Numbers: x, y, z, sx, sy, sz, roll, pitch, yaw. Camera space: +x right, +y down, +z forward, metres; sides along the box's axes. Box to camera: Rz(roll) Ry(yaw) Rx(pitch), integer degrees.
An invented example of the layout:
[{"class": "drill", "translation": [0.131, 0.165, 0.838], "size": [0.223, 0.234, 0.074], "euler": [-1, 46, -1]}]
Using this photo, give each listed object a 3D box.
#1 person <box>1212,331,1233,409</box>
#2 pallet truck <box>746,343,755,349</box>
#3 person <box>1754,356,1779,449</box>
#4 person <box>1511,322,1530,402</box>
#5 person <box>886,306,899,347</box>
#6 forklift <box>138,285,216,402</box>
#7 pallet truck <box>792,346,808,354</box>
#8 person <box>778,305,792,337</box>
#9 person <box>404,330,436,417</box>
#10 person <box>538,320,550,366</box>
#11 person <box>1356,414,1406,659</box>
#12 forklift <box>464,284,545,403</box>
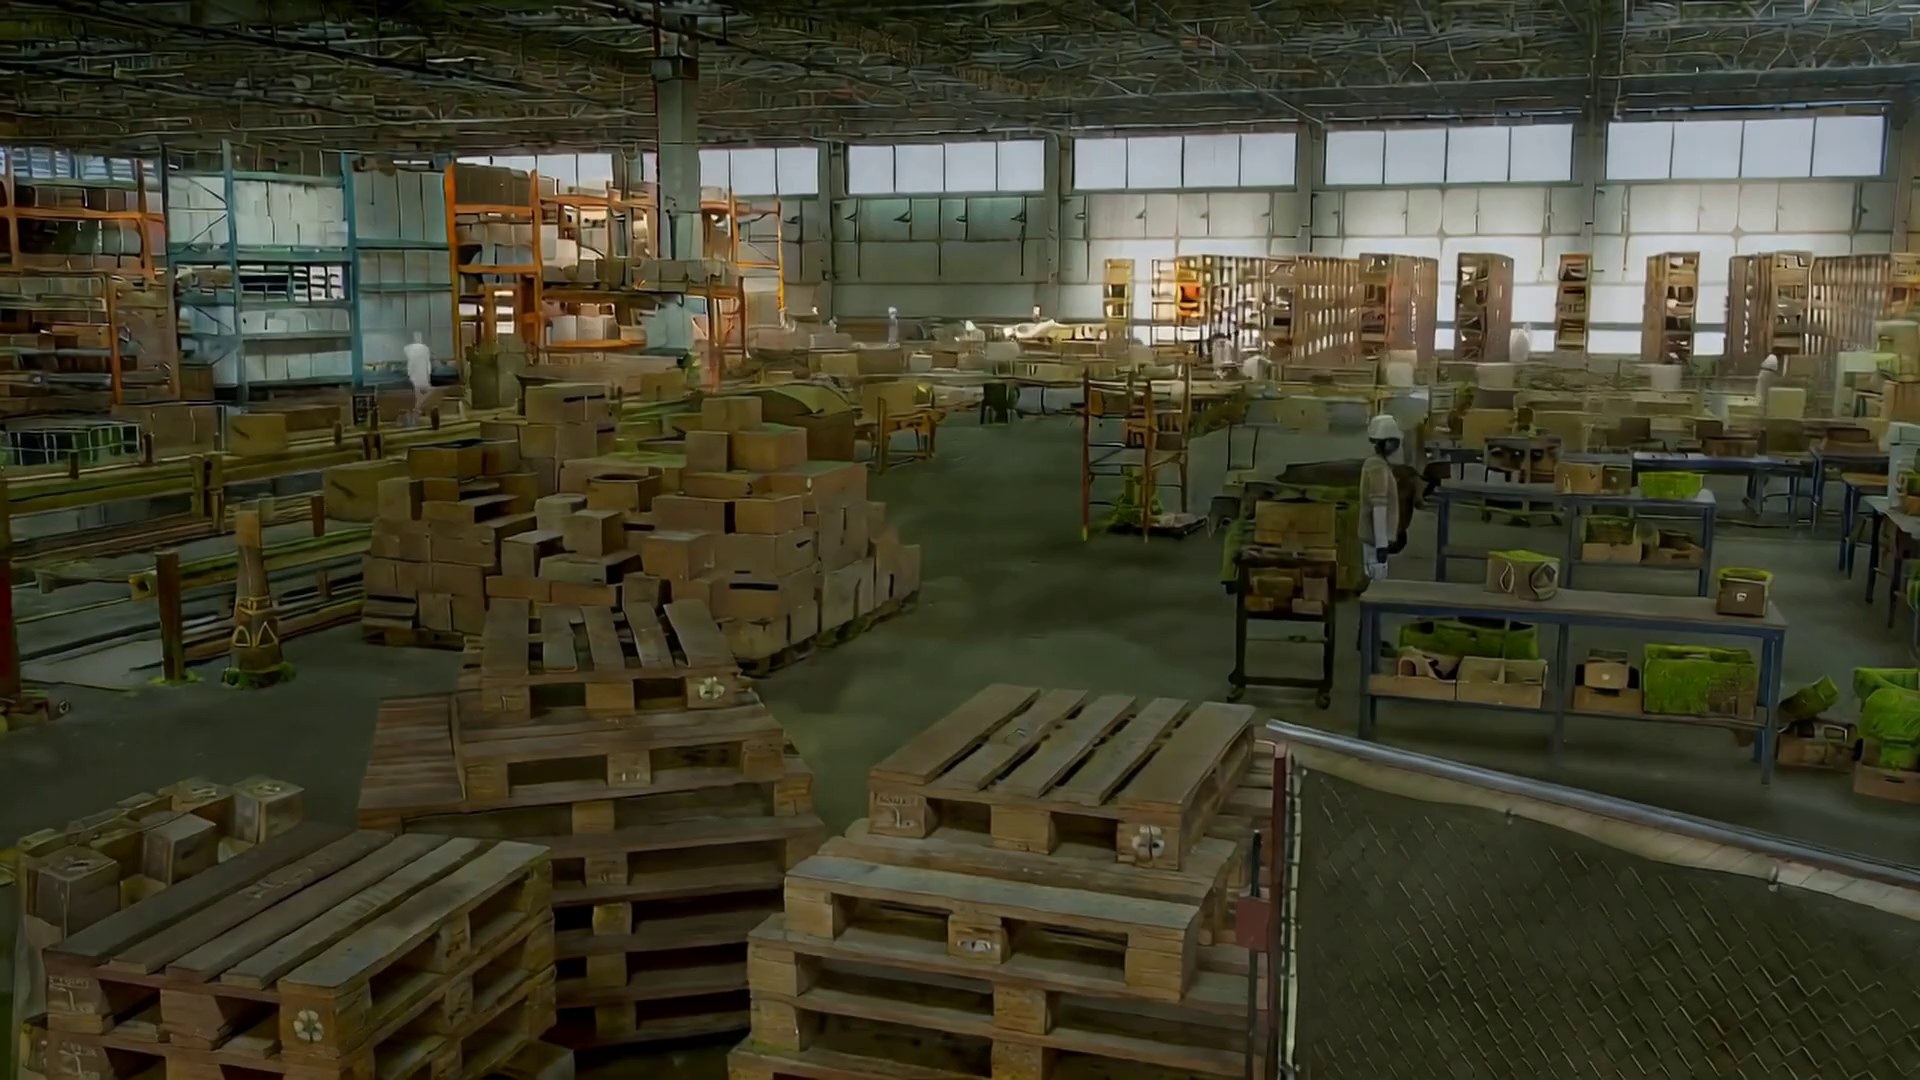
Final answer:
[{"class": "person", "translation": [5.993, -3.851, 37.696], "size": [0.623, 1.788, 0.520], "euler": [-9, 12, -43]}, {"class": "pallet truck", "translation": [-6.183, -4.618, 44.264], "size": [1.601, 1.201, 0.680], "euler": [-9, 12, -43]}, {"class": "person", "translation": [14.136, -2.408, 29.115], "size": [0.507, 1.631, 0.266], "euler": [-6, 11, -31]}, {"class": "person", "translation": [13.389, -4.233, 39.720], "size": [0.405, 1.904, 0.665], "euler": [0, 9, -1]}, {"class": "person", "translation": [-2.335, -6.655, 54.560], "size": [0.824, 2.018, 0.637], "euler": [1, 9, 6]}, {"class": "forklift", "translation": [-17.480, -4.200, 36.461], "size": [1.873, 2.768, 1.129], "euler": [3, 10, 19]}, {"class": "pallet truck", "translation": [-3.705, -4.298, 42.022], "size": [0.653, 1.274, 1.630], "euler": [3, 10, 20]}, {"class": "person", "translation": [-6.635, -8.002, 63.410], "size": [0.615, 1.894, 0.994], "euler": [3, 10, 18]}, {"class": "person", "translation": [-11.290, -3.451, 34.829], "size": [0.669, 1.894, 0.432], "euler": [4, 10, 25]}, {"class": "person", "translation": [-12.271, -5.643, 49.037], "size": [0.334, 1.760, 0.523], "euler": [-4, 10, -25]}, {"class": "person", "translation": [3.348, -0.036, 13.248], "size": [0.347, 1.942, 0.549], "euler": [1, 9, 8]}, {"class": "forklift", "translation": [-10.832, -4.702, 39.610], "size": [1.129, 2.768, 1.873], "euler": [3, 10, 20]}]
